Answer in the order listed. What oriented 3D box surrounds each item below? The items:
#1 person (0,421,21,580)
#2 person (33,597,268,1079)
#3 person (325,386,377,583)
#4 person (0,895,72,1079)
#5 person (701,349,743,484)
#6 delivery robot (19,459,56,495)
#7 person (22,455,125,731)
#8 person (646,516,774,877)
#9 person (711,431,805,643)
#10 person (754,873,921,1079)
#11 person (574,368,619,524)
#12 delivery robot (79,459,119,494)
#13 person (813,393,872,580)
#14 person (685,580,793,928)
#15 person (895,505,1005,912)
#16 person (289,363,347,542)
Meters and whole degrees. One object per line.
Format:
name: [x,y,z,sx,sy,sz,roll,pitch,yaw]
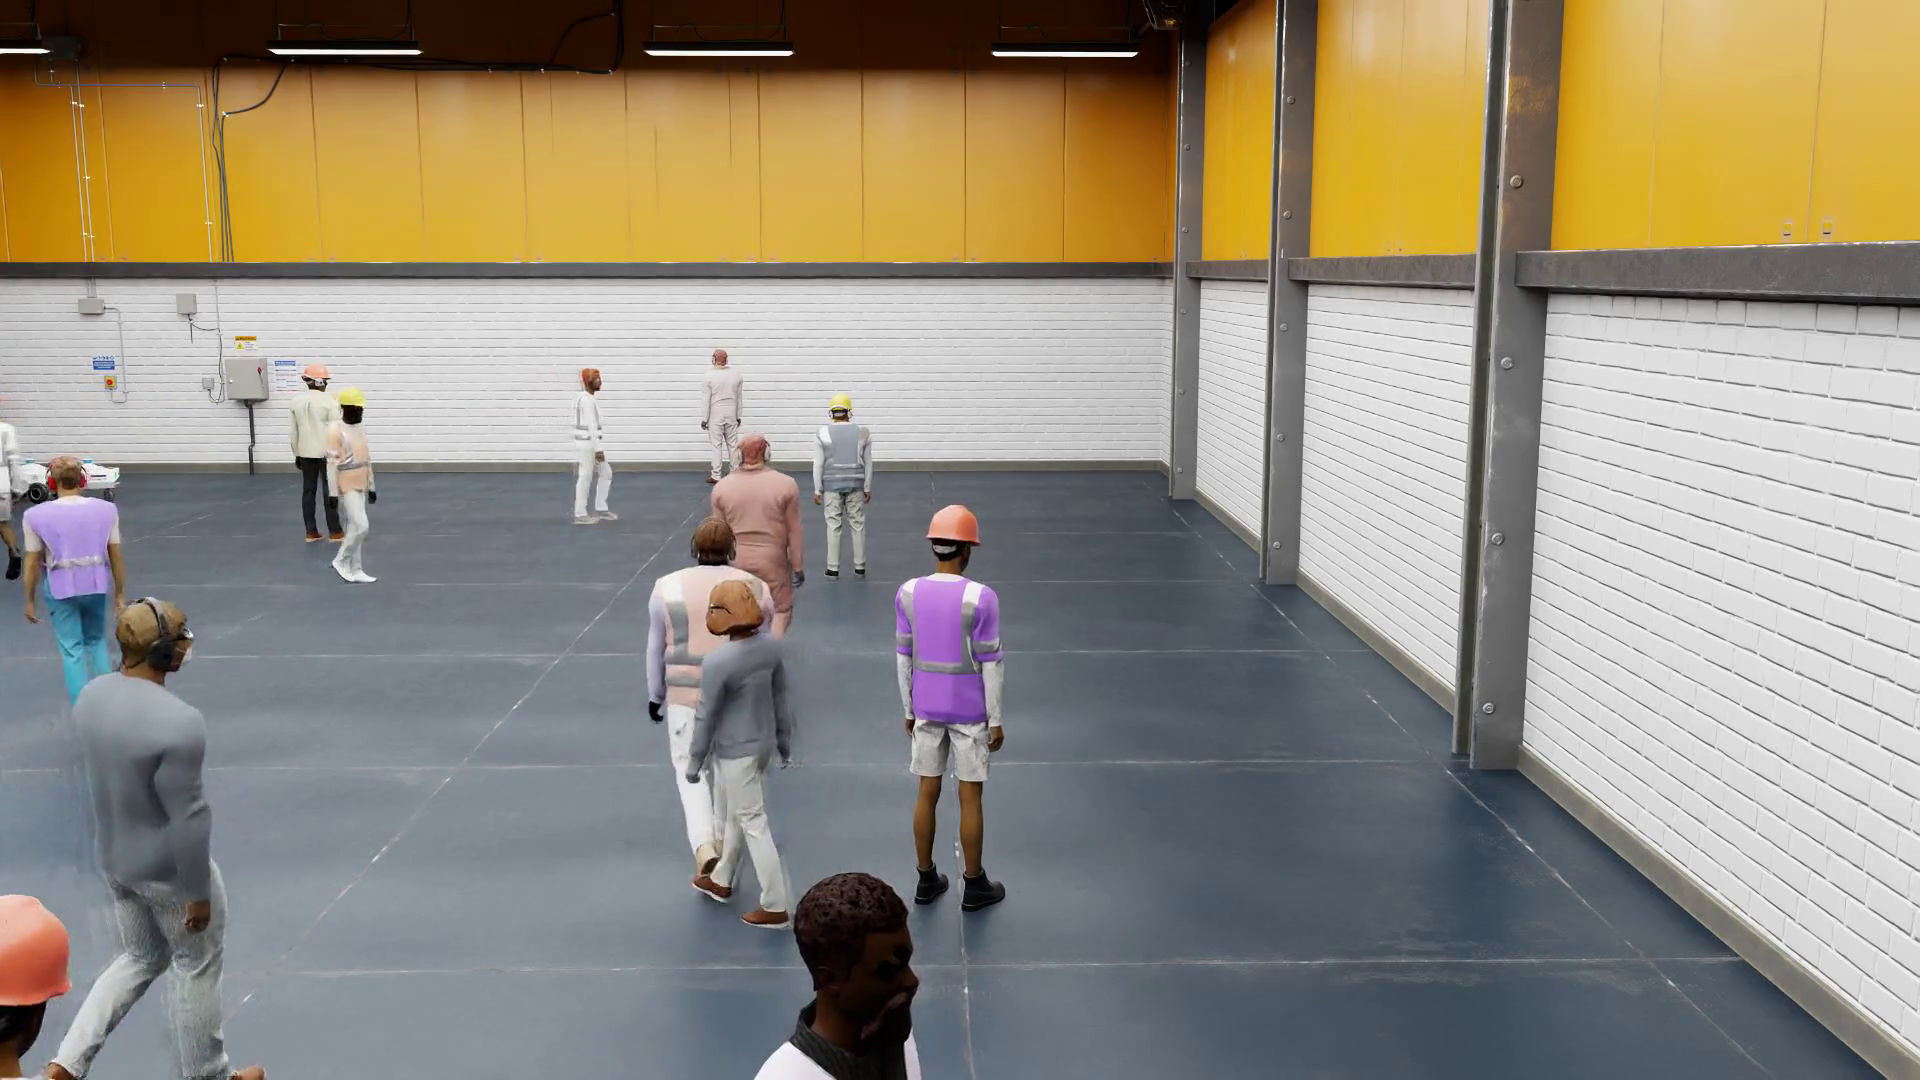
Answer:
person: [-9.304,-0.506,15.935,0.605,1.915,0.564,8,12,42]
person: [-2.848,1.148,5.774,0.637,1.917,0.722,5,11,29]
person: [-5.816,-0.518,15.977,0.418,1.911,0.615,1,9,8]
person: [-1.759,1.625,2.994,0.553,1.884,0.829,-3,10,-17]
person: [-3.386,-1.749,23.560,0.641,1.909,0.409,-7,11,-35]
delivery robot: [-12.107,-0.817,21.688,0.707,0.478,0.477,2,9,9]
person: [-5.790,0.362,10.869,0.519,1.828,0.564,8,12,42]
person: [-1.236,0.787,8.300,0.620,1.816,0.862,-2,10,-15]
person: [-1.442,0.173,11.829,0.660,1.886,0.545,2,9,9]
person: [-0.229,1.562,3.223,0.392,1.920,0.587,3,10,17]
person: [-4.317,-1.108,19.772,0.668,1.862,0.580,-1,9,-8]
delivery robot: [-11.359,-0.817,21.692,0.707,0.478,0.477,-4,10,-23]
person: [-1.153,-0.520,16.279,0.591,1.823,0.404,-3,10,-16]
person: [-1.081,0.976,7.719,0.762,1.601,0.512,6,11,32]
person: [-0.032,0.795,7.889,0.543,1.932,0.365,4,10,25]
person: [-7.119,-0.962,18.478,0.612,1.990,0.392,2,9,12]
